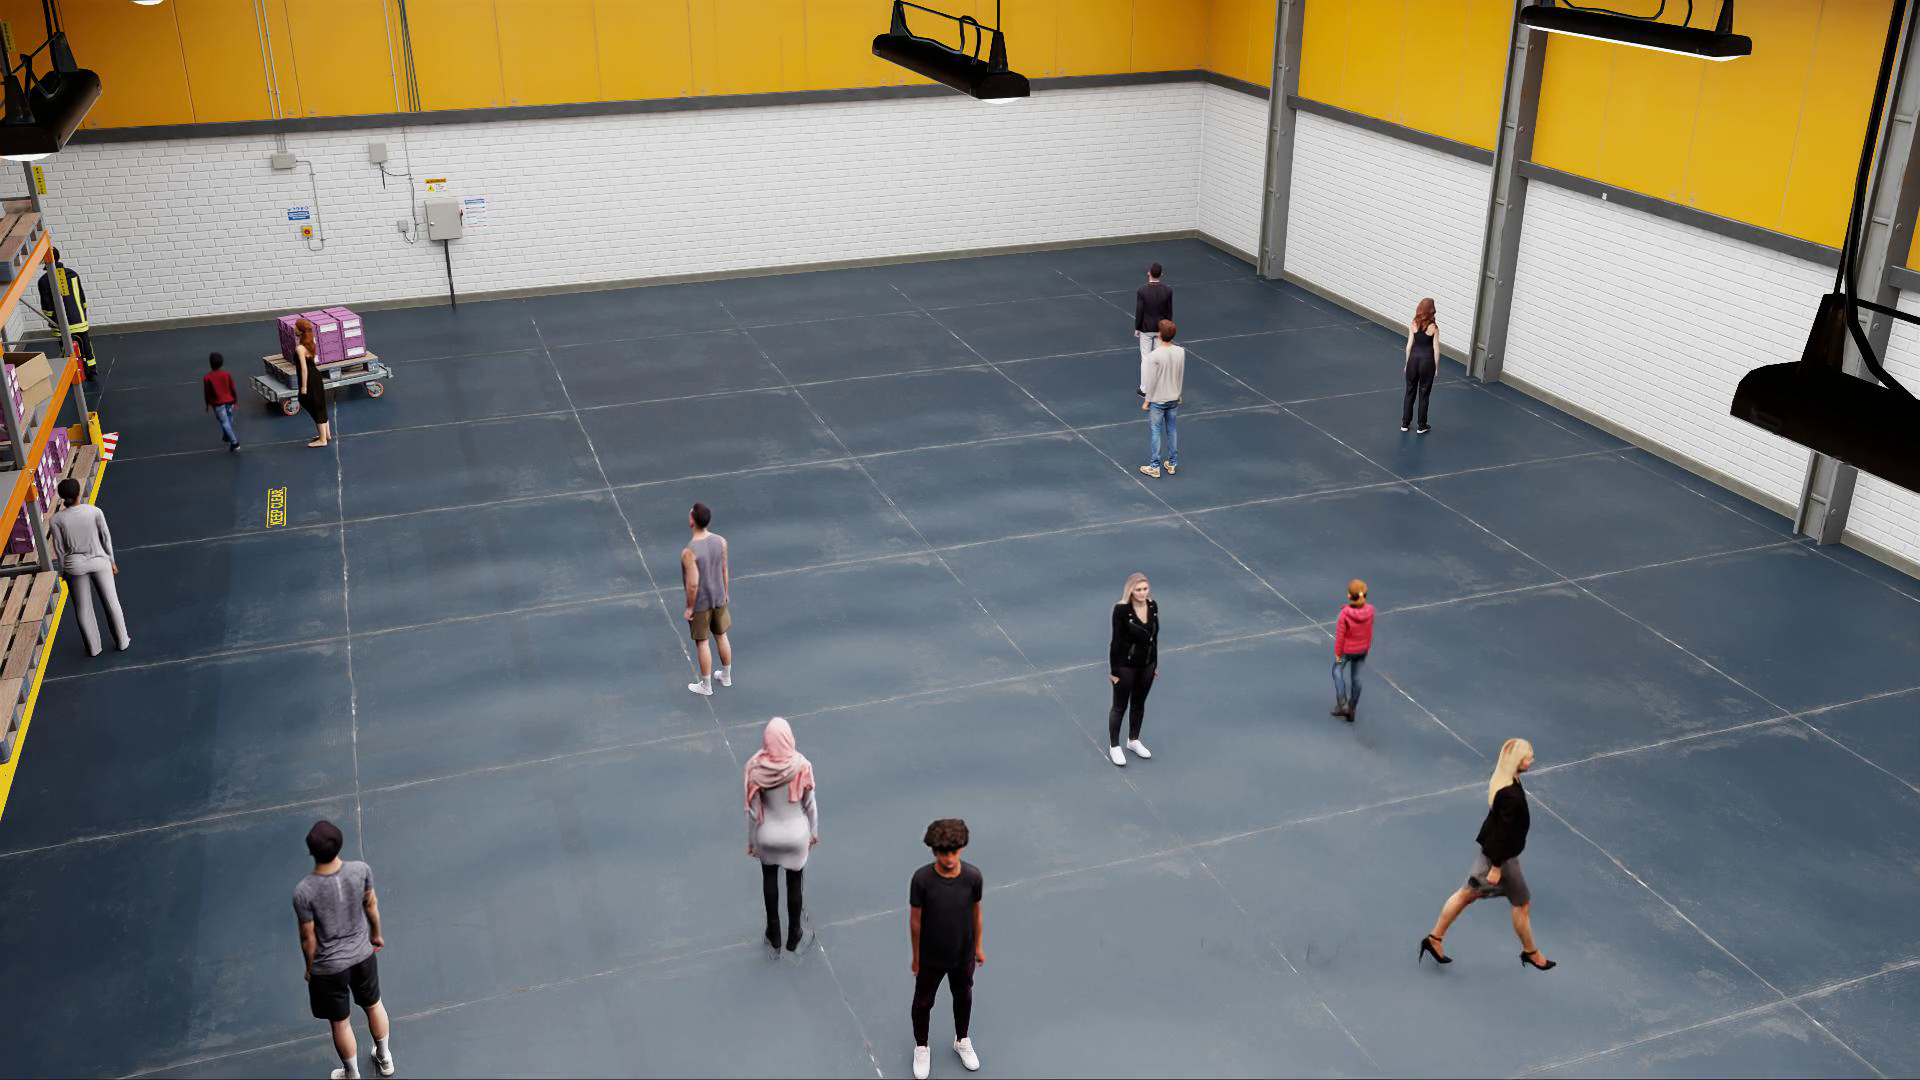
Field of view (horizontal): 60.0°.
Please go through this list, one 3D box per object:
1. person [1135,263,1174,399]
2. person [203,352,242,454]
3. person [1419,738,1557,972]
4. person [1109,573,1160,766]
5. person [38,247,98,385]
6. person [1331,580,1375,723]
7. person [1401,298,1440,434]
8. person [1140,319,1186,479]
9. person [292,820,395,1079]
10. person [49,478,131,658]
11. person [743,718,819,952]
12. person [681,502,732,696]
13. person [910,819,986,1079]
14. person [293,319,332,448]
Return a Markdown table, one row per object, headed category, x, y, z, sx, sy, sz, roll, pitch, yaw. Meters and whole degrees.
| category | x | y | z | sx | sy | sz | roll | pitch | yaw |
| --- | --- | --- | --- | --- | --- | --- | --- | --- | --- |
| person | 2.602 | -2.832 | 22.408 | 0.709 | 1.844 | 0.641 | -2 | 24 | -5 |
| person | -9.087 | -1.682 | 20.535 | 0.933 | 1.238 | 0.767 | 18 | 30 | 36 |
| person | 3.487 | 2.139 | 11.106 | 1.027 | 1.789 | 1.163 | 3 | 24 | 6 |
| person | 1.433 | 1.042 | 13.745 | 0.636 | 1.685 | 0.562 | -11 | 26 | -24 |
| person | -12.305 | -3.098 | 22.914 | 0.912 | 1.927 | 0.895 | 15 | 28 | 31 |
| person | 3.423 | 0.982 | 14.352 | 0.546 | 1.308 | 0.558 | -4 | 24 | -10 |
| person | 5.856 | -2.228 | 21.148 | 0.644 | 1.748 | 0.726 | 14 | 27 | 29 |
| person | 2.418 | -1.678 | 19.693 | 0.675 | 1.905 | 0.592 | -11 | 26 | -23 |
| person | -3.751 | 2.528 | 10.113 | 0.706 | 1.871 | 0.733 | 21 | 31 | 40 |
| person | -8.138 | 0.244 | 15.506 | 0.673 | 1.737 | 0.588 | -13 | 27 | -27 |
| person | -1.208 | 2.041 | 11.315 | 0.701 | 1.802 | 0.672 | -2 | 24 | -4 |
| person | -2.260 | 0.522 | 14.821 | 0.726 | 1.847 | 0.718 | 22 | 32 | 40 |
| person | -0.088 | 2.495 | 10.298 | 0.657 | 1.784 | 0.607 | -5 | 24 | -11 |
| person | -8.070 | -1.965 | 20.700 | 0.698 | 1.625 | 0.596 | -1 | 24 | -2 |
